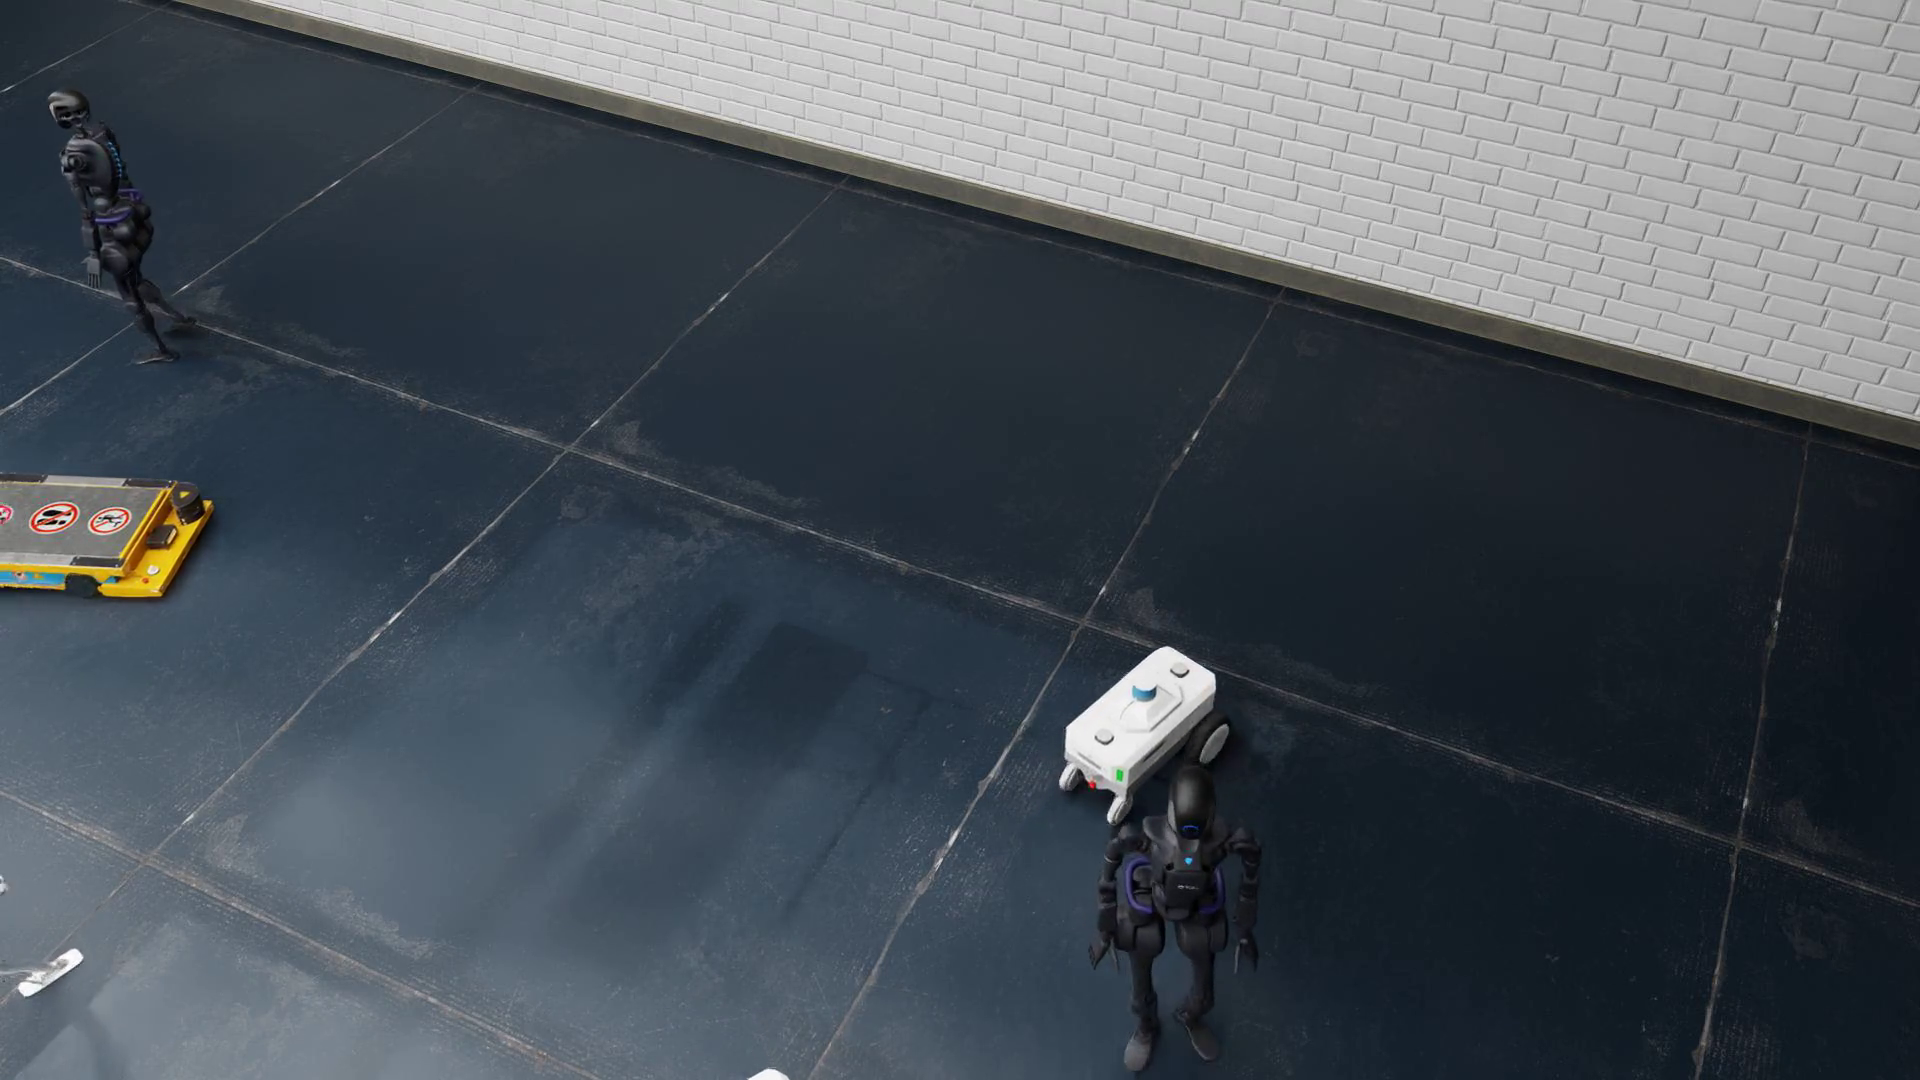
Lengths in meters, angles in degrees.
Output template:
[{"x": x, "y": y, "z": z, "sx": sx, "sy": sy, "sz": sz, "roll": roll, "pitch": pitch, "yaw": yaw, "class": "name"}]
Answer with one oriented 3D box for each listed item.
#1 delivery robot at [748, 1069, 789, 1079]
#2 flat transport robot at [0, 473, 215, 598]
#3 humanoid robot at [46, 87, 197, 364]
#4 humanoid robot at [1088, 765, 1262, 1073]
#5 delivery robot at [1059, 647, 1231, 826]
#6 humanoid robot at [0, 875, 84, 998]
[{"x": -0.578, "y": 2.222, "z": 5.654, "sx": 0.499, "sy": 0.603, "sz": 0.794, "roll": -23, "pitch": 48, "yaw": -23, "class": "delivery robot"}, {"x": -4.556, "y": -0.027, "z": 8.285, "sx": 1.431, "sy": 0.231, "sz": 0.659, "roll": 3, "pitch": 43, "yaw": 3, "class": "flat transport robot"}, {"x": -4.568, "y": -1.671, "z": 9.024, "sx": 0.325, "sy": 1.653, "sz": 0.615, "roll": 0, "pitch": 43, "yaw": 0, "class": "humanoid robot"}, {"x": 0.756, "y": 1.329, "z": 5.784, "sx": 0.602, "sy": 1.648, "sz": 0.319, "roll": 1, "pitch": 43, "yaw": 1, "class": "humanoid robot"}, {"x": 0.786, "y": 0.794, "z": 7.171, "sx": 0.499, "sy": 0.572, "sz": 0.747, "roll": 32, "pitch": 52, "yaw": 30, "class": "delivery robot"}, {"x": -3.818, "y": 1.243, "z": 5.869, "sx": 0.551, "sy": 1.815, "sz": 0.896, "roll": 32, "pitch": 51, "yaw": 29, "class": "humanoid robot"}]
